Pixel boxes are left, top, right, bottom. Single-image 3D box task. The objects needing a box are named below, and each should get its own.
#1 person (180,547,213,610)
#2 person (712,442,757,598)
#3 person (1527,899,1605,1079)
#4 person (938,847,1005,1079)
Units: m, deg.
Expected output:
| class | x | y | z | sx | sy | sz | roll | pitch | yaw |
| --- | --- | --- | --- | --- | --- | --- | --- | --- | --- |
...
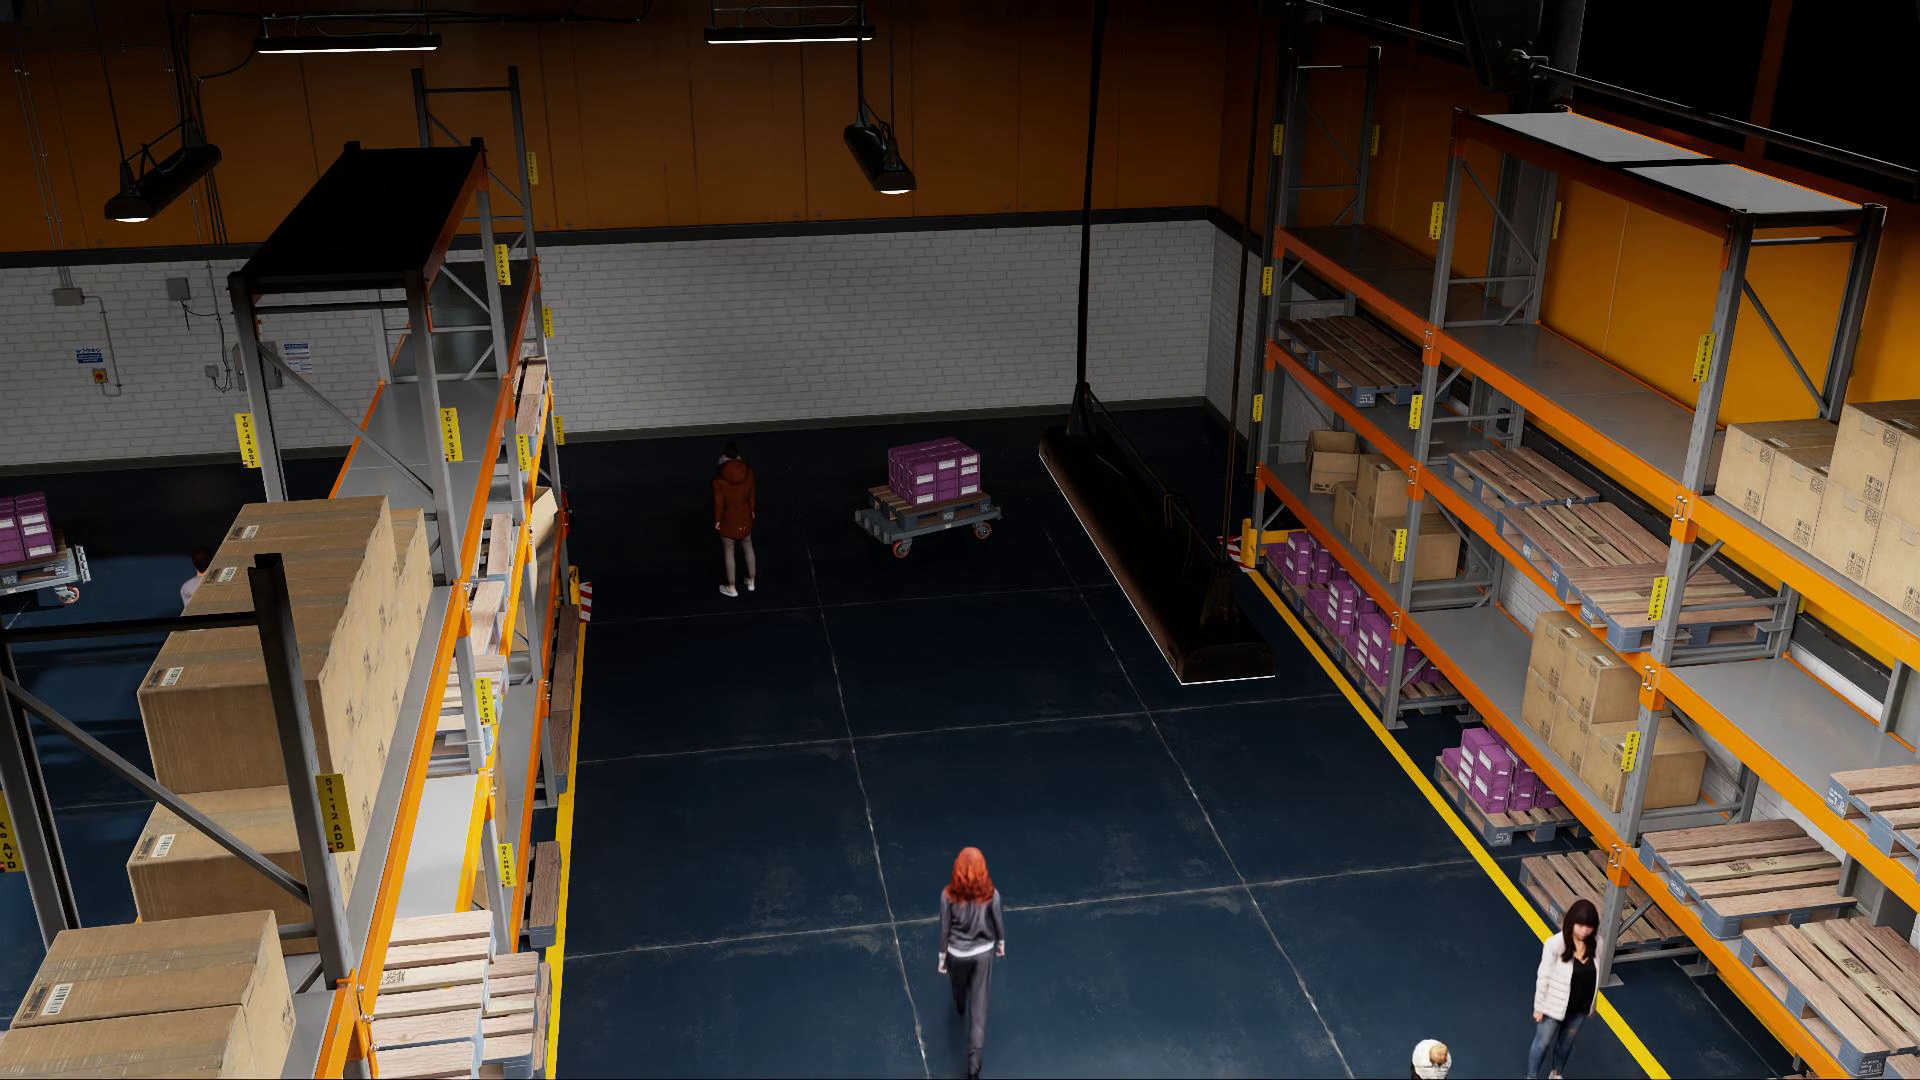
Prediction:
| class | x | y | z | sx | sy | sz | roll | pitch | yaw |
| --- | --- | --- | --- | --- | --- | --- | --- | --- | --- |
| person | -7.272 | 0.914 | 16.299 | 0.711 | 1.843 | 0.630 | -10 | 26 | -22 |
| person | -2.561 | -0.249 | 18.964 | 0.834 | 1.839 | 0.863 | -17 | 29 | -33 |
| person | 4.161 | 3.156 | 11.429 | 0.613 | 1.635 | 0.533 | -5 | 24 | -11 |
| person | 0.074 | 3.003 | 11.670 | 0.783 | 1.723 | 1.213 | 0 | 24 | 1 |
